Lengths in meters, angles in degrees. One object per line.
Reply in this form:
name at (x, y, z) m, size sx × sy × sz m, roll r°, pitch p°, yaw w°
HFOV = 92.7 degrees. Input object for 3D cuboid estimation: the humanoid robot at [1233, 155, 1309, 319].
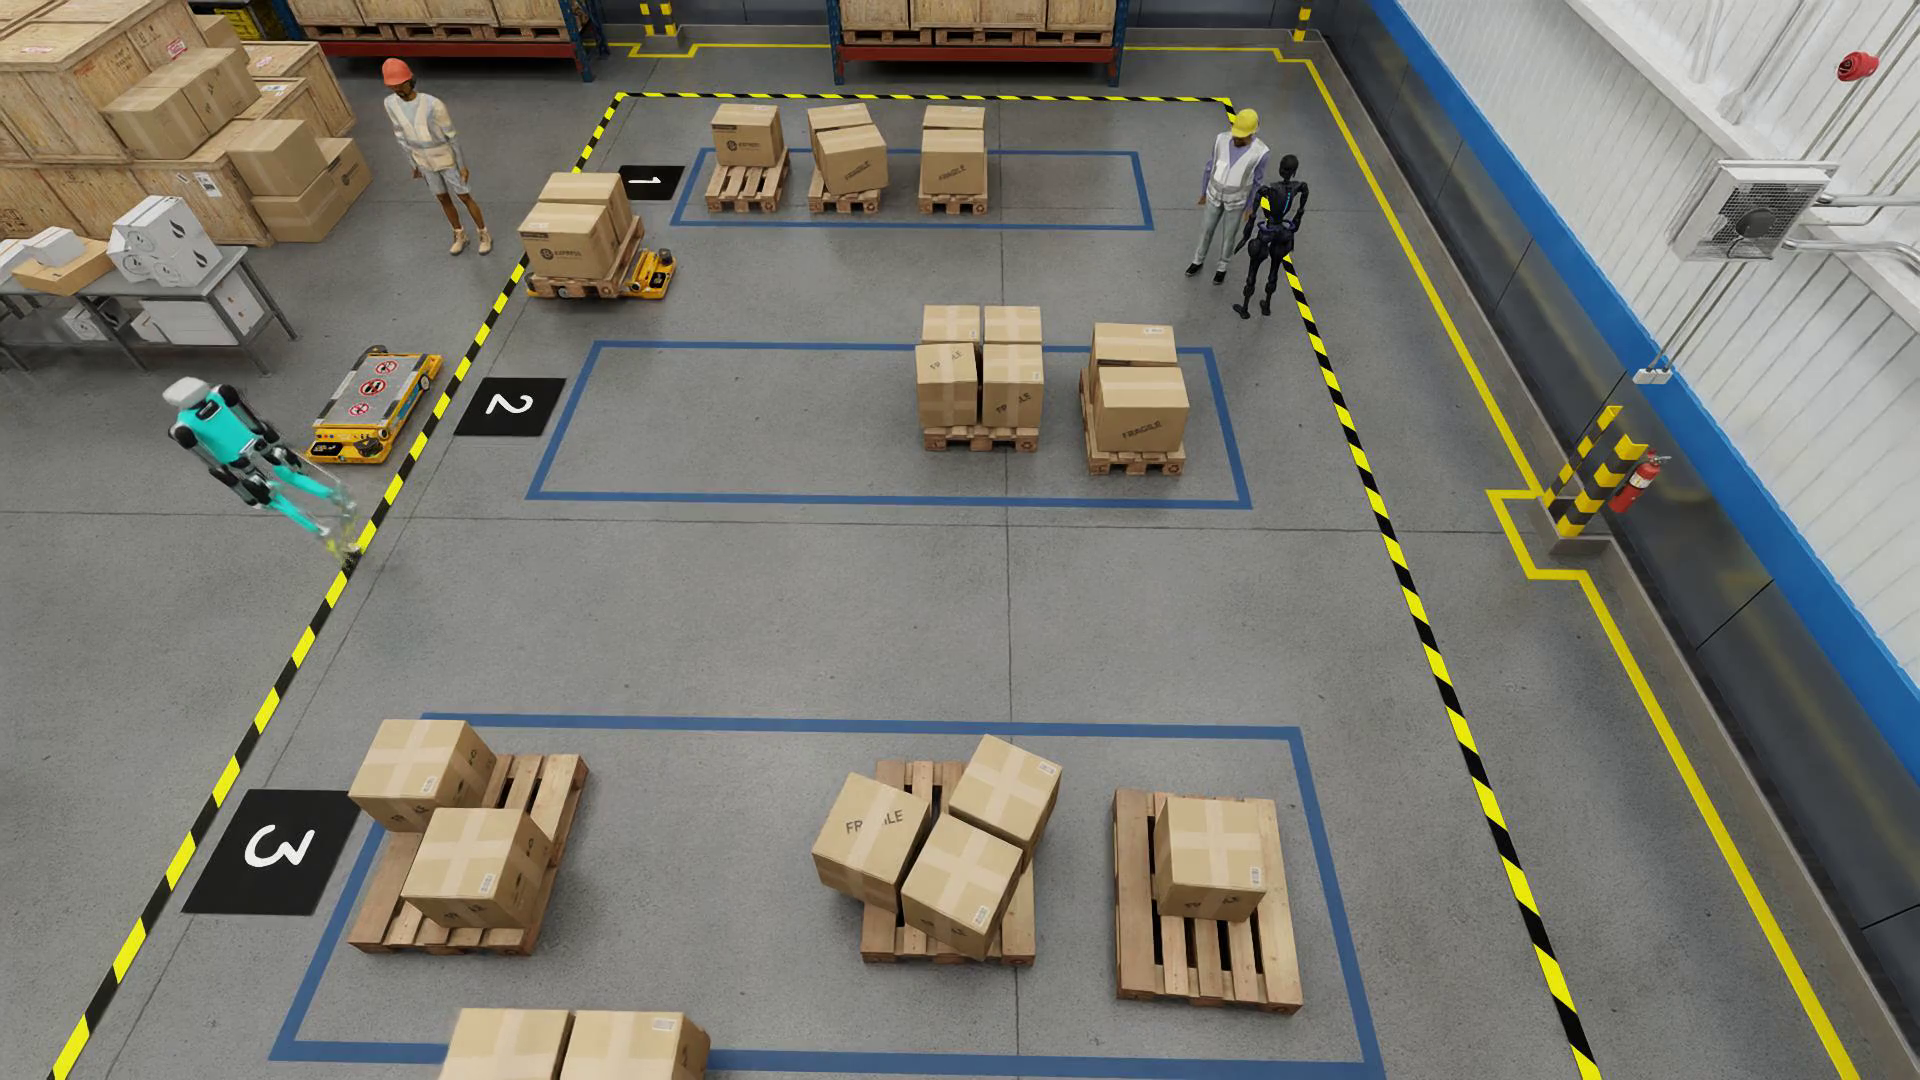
humanoid robot at (3.011, -2.935, 8.920) m, size 0.599 × 1.653 × 0.315 m, roll -6°, pitch 50°, yaw -5°

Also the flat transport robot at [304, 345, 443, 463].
flat transport robot at (-5.383, -1.269, 8.441) m, size 0.659 × 0.231 × 1.431 m, roll 1°, pitch 50°, yaw 1°

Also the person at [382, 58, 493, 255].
person at (-5.450, -3.937, 9.534) m, size 0.609 × 2.048 × 0.362 m, roll 0°, pitch 50°, yaw 0°

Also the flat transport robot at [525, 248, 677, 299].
flat transport robot at (-3.821, -2.856, 9.765) m, size 1.431 × 0.197 × 0.652 m, roll 1°, pitch 50°, yaw 1°

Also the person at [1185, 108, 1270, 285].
person at (2.701, -3.459, 9.275) m, size 0.588 × 1.823 × 0.403 m, roll 26°, pitch 54°, yaw 20°

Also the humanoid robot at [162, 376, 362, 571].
humanoid robot at (-4.962, -0.396, 6.812) m, size 0.758 × 1.879 × 0.543 m, roll 9°, pitch 50°, yaw 8°
